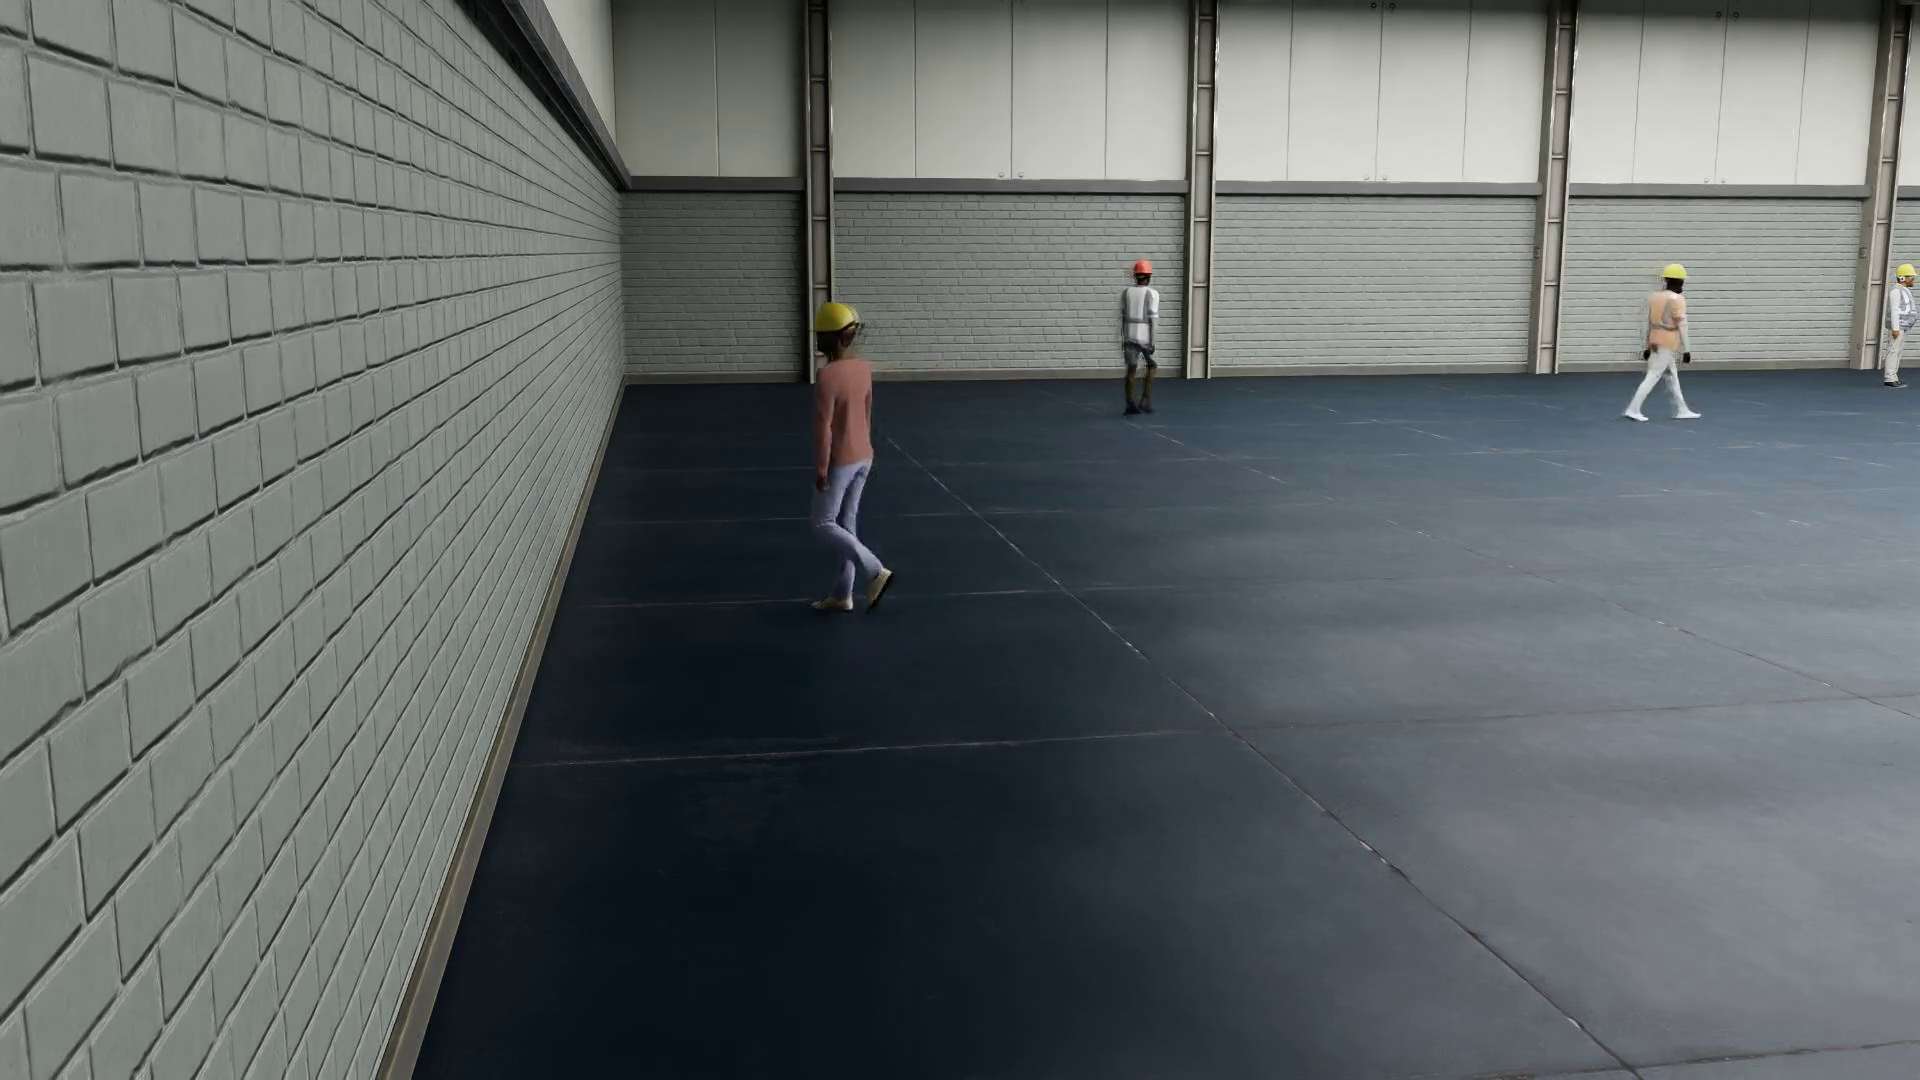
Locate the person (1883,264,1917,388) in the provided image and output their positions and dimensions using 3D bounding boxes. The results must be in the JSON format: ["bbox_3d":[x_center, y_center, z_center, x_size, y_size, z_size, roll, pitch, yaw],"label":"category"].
[{"bbox_3d":[13.953,-3.168,24.675,0.403,1.835,0.588,8,13,39],"label":"person"}]

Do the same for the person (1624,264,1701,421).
[{"bbox_3d":[8.418,-2.339,19.815,1.020,1.876,0.601,-1,10,-7],"label":"person"}]

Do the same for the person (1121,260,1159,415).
[{"bbox_3d":[2.238,-2.501,20.611,0.556,1.919,0.527,6,12,33],"label":"person"}]

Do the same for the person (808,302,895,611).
[{"bbox_3d":[-0.606,-0.433,9.188,0.520,1.752,0.524,5,11,28],"label":"person"}]
